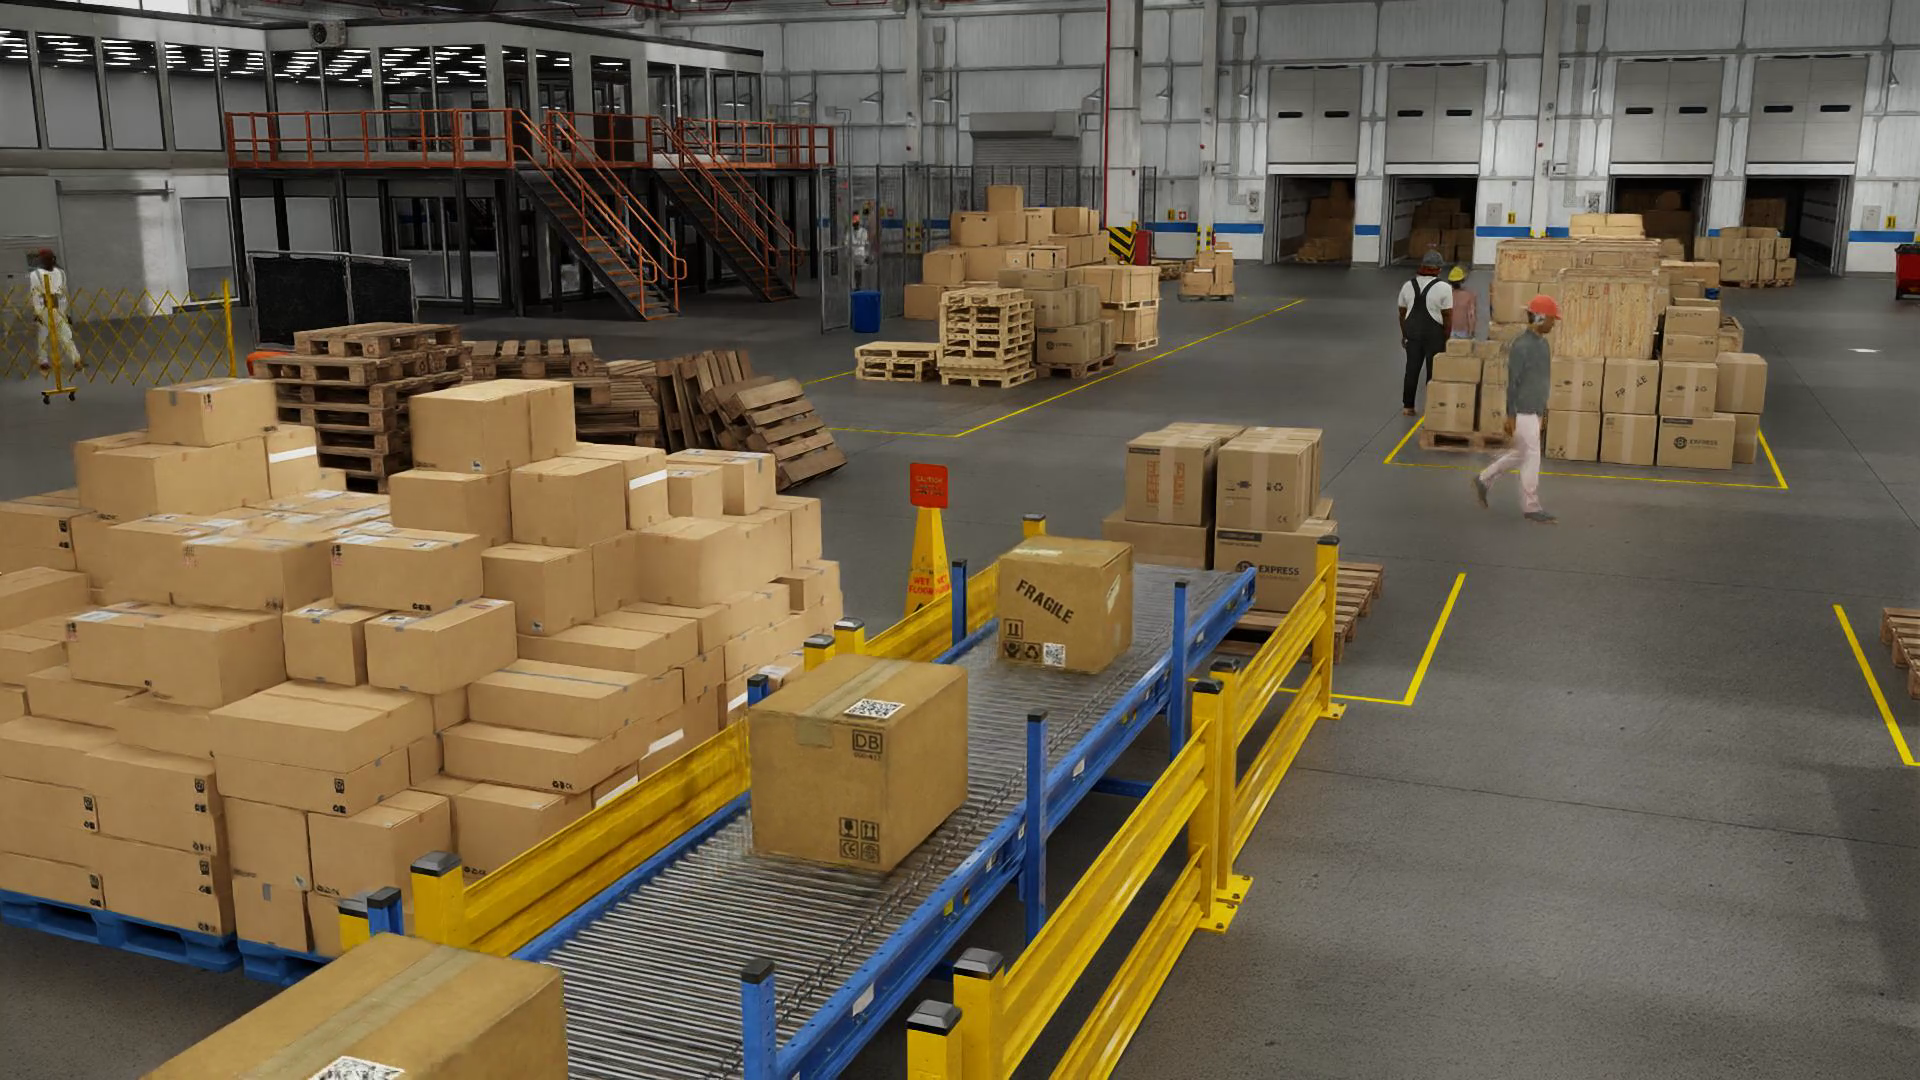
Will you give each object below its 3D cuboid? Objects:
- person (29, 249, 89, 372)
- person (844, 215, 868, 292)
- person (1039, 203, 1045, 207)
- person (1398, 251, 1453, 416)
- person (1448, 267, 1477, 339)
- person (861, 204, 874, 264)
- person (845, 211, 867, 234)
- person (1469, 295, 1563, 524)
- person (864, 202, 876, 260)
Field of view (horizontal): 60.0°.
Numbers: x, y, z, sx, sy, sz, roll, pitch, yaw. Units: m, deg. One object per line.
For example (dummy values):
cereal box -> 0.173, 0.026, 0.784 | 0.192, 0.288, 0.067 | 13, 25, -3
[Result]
person -> -13.568, -3.422, 24.910 | 0.995, 1.826, 0.605 | 7, 14, 29
person -> -2.591, -7.000, 40.806 | 0.566, 1.894, 0.929 | 3, 13, 15
person -> 2.655, -9.917, 53.776 | 0.602, 1.949, 0.396 | 1, 13, 2
person -> 5.753, -2.527, 20.421 | 0.688, 2.000, 0.536 | 11, 17, 41
person -> 6.779, -2.874, 22.725 | 0.526, 1.713, 0.938 | 4, 13, 16
person -> -2.970, -9.754, 53.142 | 0.412, 1.910, 0.588 | 7, 14, 28
person -> -3.044, -8.821, 49.193 | 0.661, 1.794, 0.935 | -4, 13, -17
person -> 4.866, -1.150, 14.451 | 0.820, 1.958, 0.636 | 11, 17, 41
person -> -3.014, -10.394, 55.929 | 0.927, 1.937, 0.639 | 11, 17, 41
